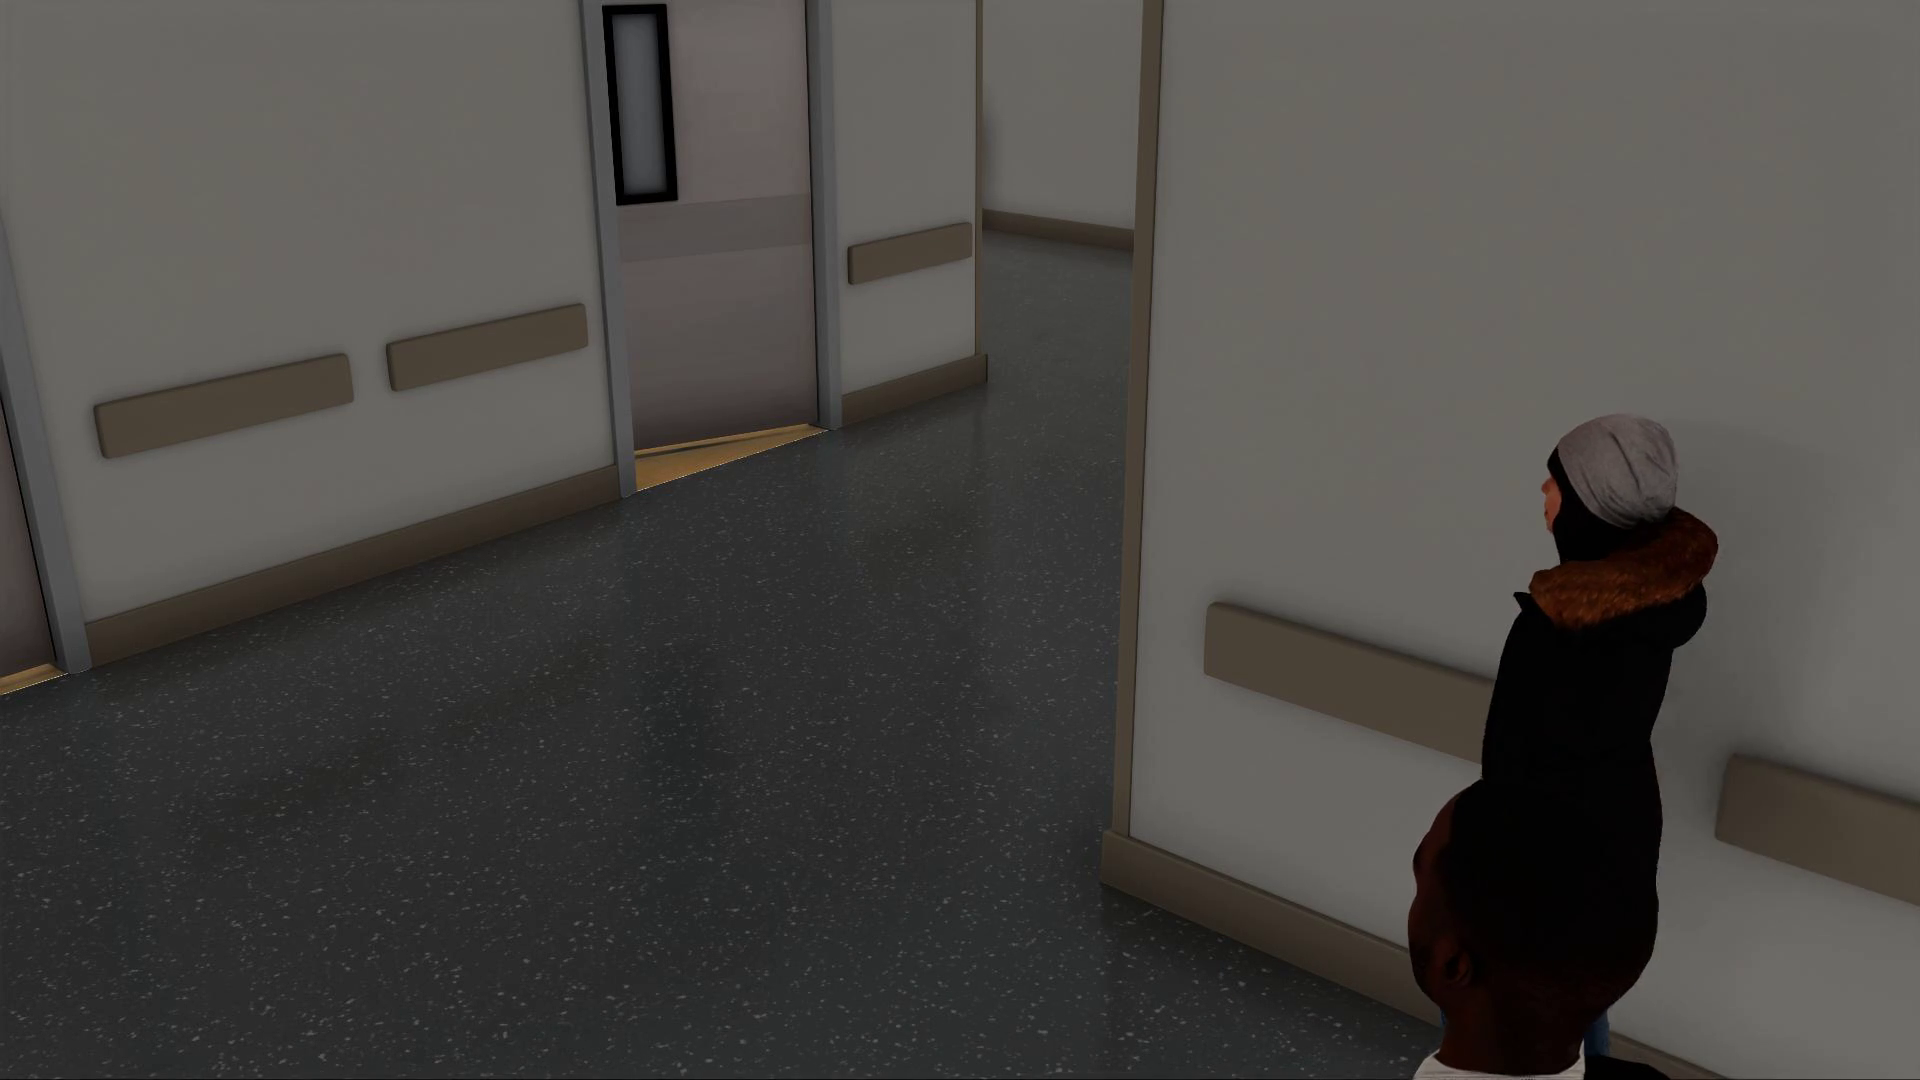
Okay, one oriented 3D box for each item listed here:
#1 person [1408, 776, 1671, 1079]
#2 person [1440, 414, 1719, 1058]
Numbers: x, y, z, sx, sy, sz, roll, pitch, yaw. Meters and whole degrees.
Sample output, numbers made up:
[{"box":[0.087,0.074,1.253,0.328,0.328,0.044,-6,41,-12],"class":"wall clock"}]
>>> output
[{"box":[0.463,1.049,1.586,0.590,1.809,0.771,-12,24,-29],"class":"person"},{"box":[1.196,0.573,3.105,0.689,1.623,0.565,17,27,38],"class":"person"}]
